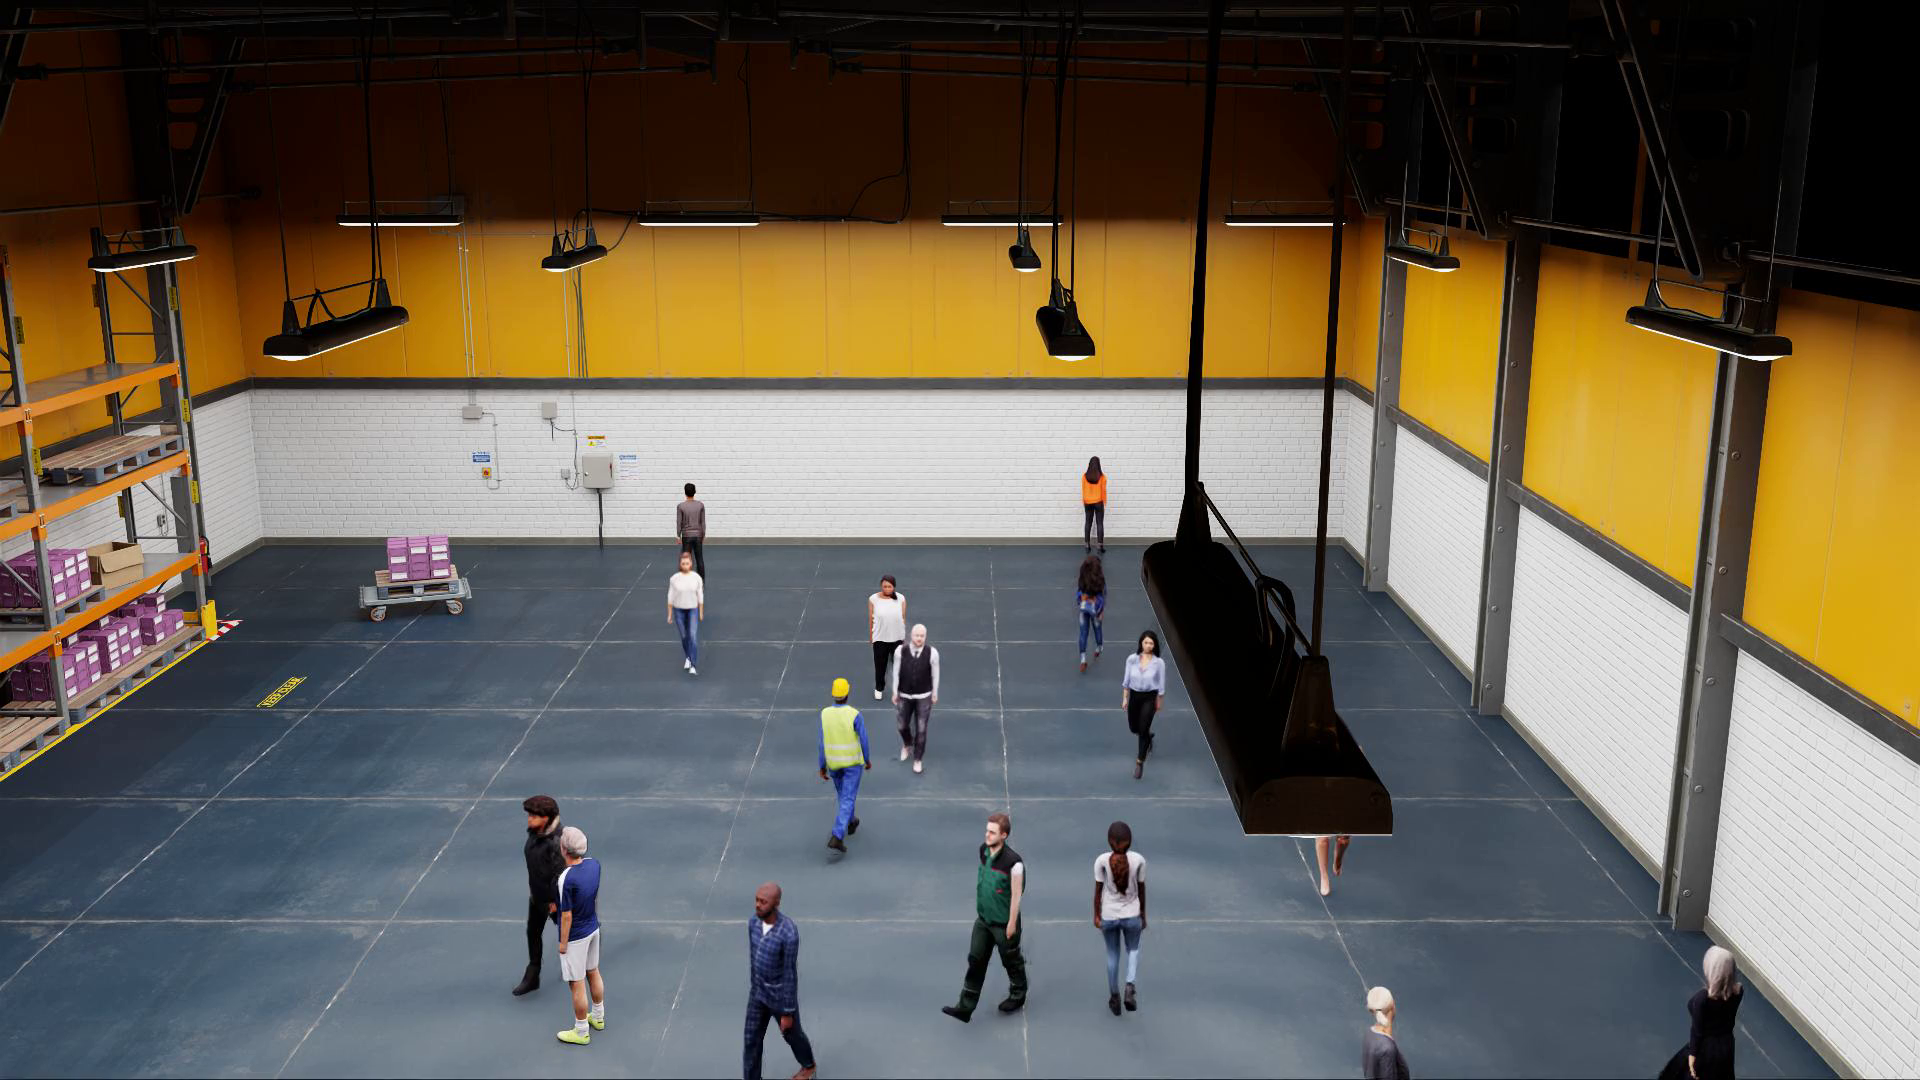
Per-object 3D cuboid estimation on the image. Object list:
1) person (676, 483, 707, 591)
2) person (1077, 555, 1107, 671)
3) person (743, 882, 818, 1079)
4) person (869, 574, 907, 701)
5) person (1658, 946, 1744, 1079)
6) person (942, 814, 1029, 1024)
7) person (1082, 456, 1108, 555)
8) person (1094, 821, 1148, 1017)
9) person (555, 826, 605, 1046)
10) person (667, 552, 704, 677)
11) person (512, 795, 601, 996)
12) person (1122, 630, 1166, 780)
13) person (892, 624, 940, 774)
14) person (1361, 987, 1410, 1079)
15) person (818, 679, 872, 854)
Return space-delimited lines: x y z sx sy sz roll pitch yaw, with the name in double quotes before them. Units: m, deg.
"person" -4.381 -0.052 27.179 0.705 1.765 0.661 -4 14 -15
"person" 1.787 1.035 23.111 0.823 1.566 1.134 4 14 17
"person" -1.362 3.445 12.716 1.095 1.775 1.258 10 17 35
"person" -0.932 1.262 21.918 0.671 1.686 0.637 -2 14 -6
"person" 5.337 3.707 11.712 0.739 1.738 0.842 -5 14 -20
"person" 0.389 3.143 13.902 1.125 1.803 1.098 -12 18 -40
"person" 2.397 -0.638 29.636 0.703 1.748 0.707 7 15 27
"person" 1.354 3.195 13.880 0.590 1.712 0.690 0 14 1
"person" -3.109 3.202 13.582 0.766 1.839 0.621 5 14 20
"person" -3.780 1.002 22.995 0.649 1.686 1.020 0 14 -1
"person" -3.492 3.040 14.442 1.035 1.750 1.190 9 17 34
"person" 2.147 1.871 19.333 0.892 1.720 1.117 5 15 21
"person" -0.523 1.816 19.383 0.700 1.802 0.797 1 14 4
"person" 2.825 3.856 11.172 0.709 1.703 0.476 4 14 14
"person" -1.225 2.354 17.206 0.899 1.782 1.268 4 14 18
